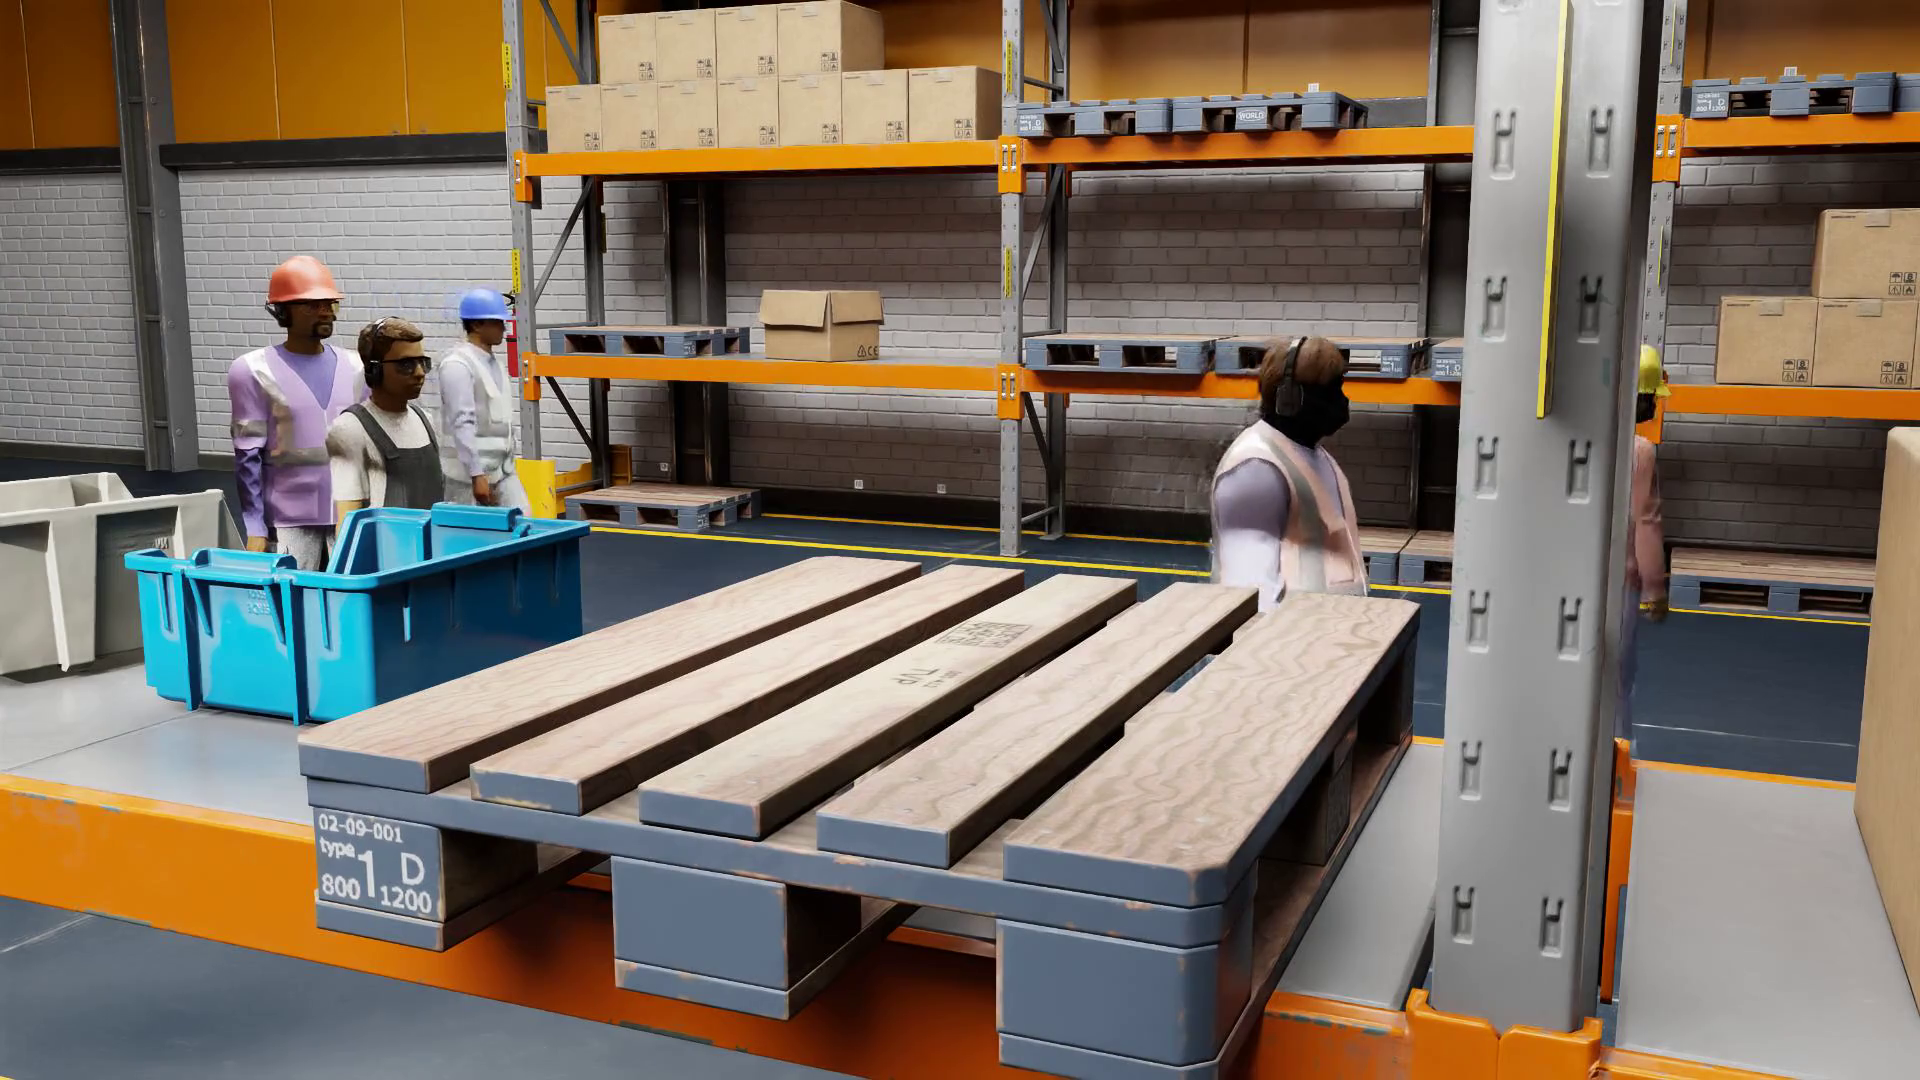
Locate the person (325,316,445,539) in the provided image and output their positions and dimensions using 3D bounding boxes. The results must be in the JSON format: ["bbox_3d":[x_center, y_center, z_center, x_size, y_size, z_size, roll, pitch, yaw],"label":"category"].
[{"bbox_3d":[-1.910,0.169,5.644,0.325,1.843,0.516,3,10,15],"label":"person"}]

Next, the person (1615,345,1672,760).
[{"bbox_3d":[2.351,0.144,6.162,0.807,1.744,0.524,-1,10,-4],"label":"person"}]

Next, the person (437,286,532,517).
[{"bbox_3d":[-2.601,-0.395,8.868,0.987,1.907,0.607,2,10,14],"label":"person"}]

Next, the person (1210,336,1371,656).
[{"bbox_3d":[0.870,0.337,4.700,0.693,1.827,0.636,6,11,31],"label":"person"}]

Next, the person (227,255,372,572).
[{"bbox_3d":[-2.598,-0.110,6.715,0.368,2.048,0.607,8,12,39],"label":"person"}]
